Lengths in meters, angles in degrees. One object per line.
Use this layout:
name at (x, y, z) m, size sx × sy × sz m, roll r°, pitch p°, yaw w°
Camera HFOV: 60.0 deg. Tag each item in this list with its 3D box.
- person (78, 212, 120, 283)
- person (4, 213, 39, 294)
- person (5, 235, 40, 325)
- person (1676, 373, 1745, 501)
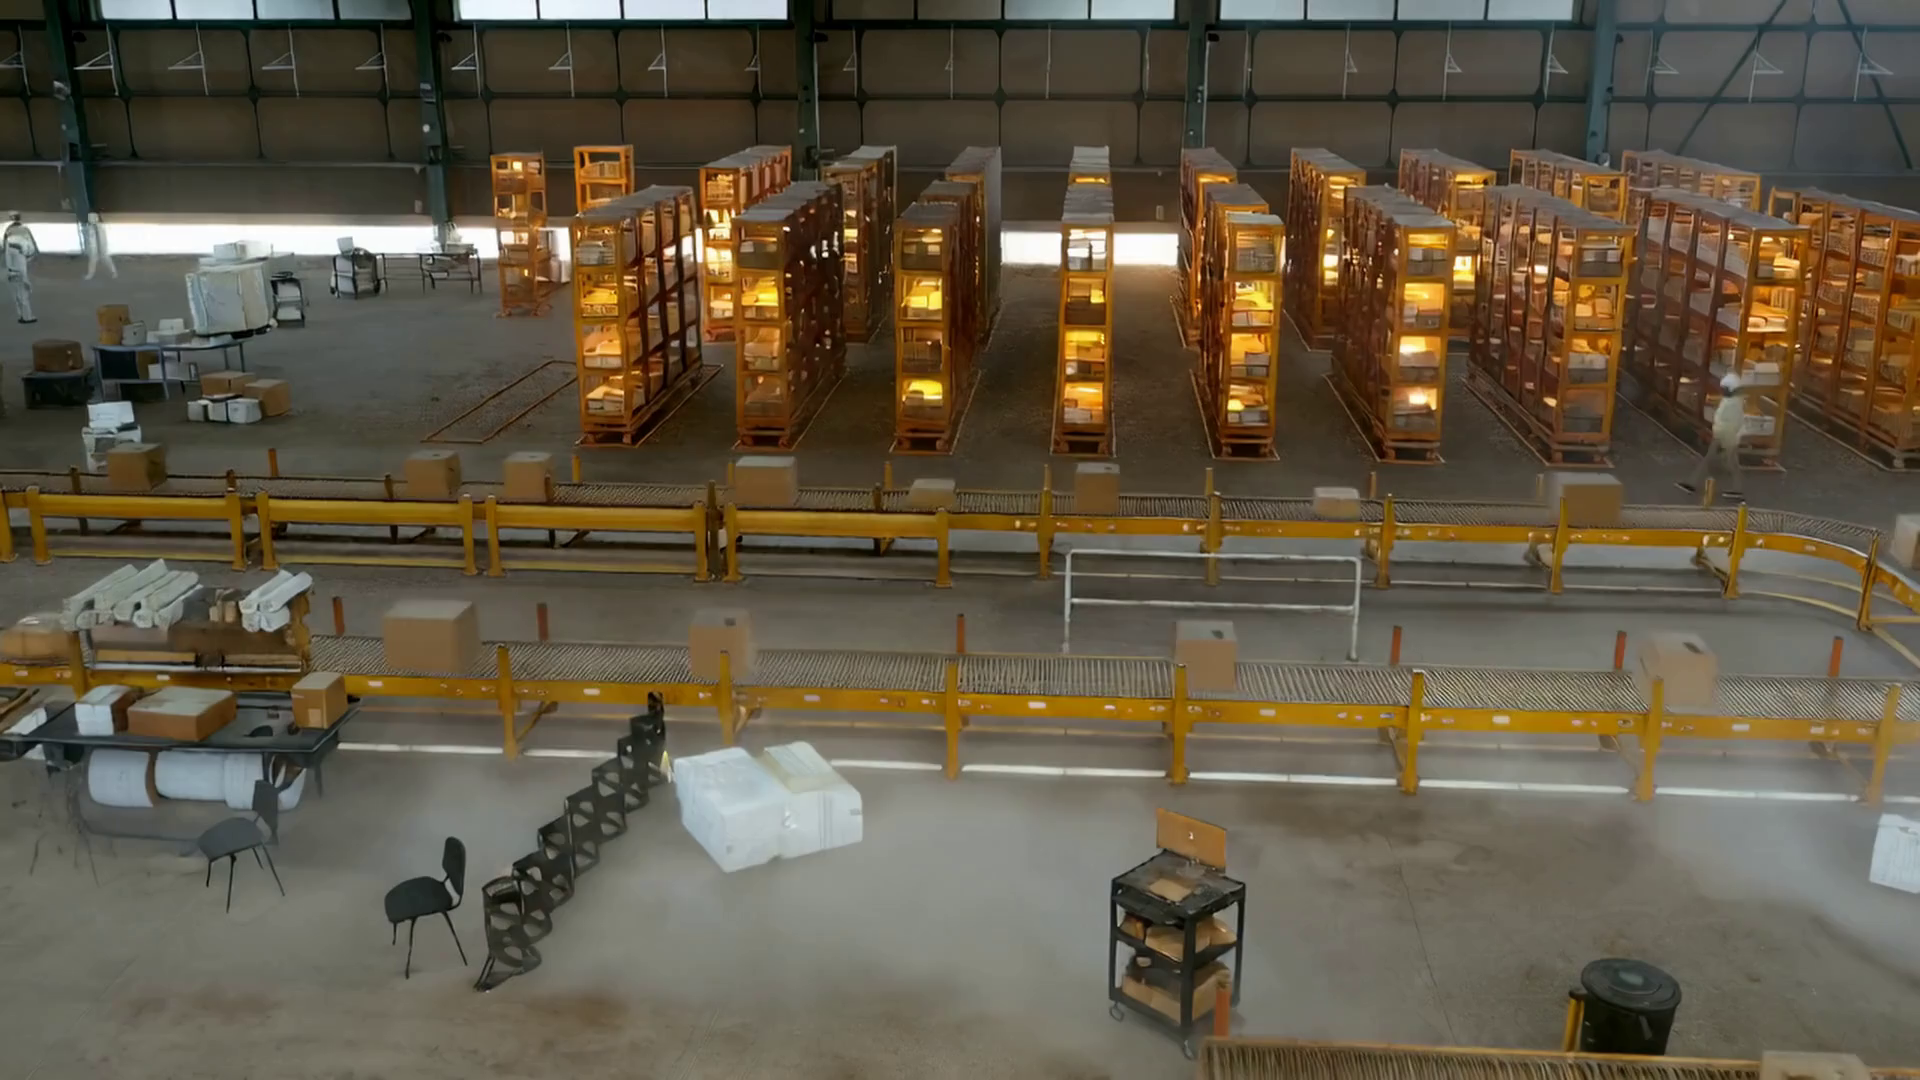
person at (-21.893, -7.400, 42.103) m, size 0.970 × 1.789 × 0.632 m, roll -2°, pitch 18°, yaw -7°
person at (-22.928, -7.026, 40.684) m, size 0.622 × 1.924 × 1.075 m, roll -5°, pitch 18°, yaw -15°
person at (-20.599, -5.705, 36.474) m, size 0.614 × 1.945 × 0.402 m, roll 11°, pitch 20°, yaw 31°
person at (10.609, -1.442, 23.206) m, size 0.924 × 1.781 × 0.627 m, roll 5°, pitch 18°, yaw 14°
